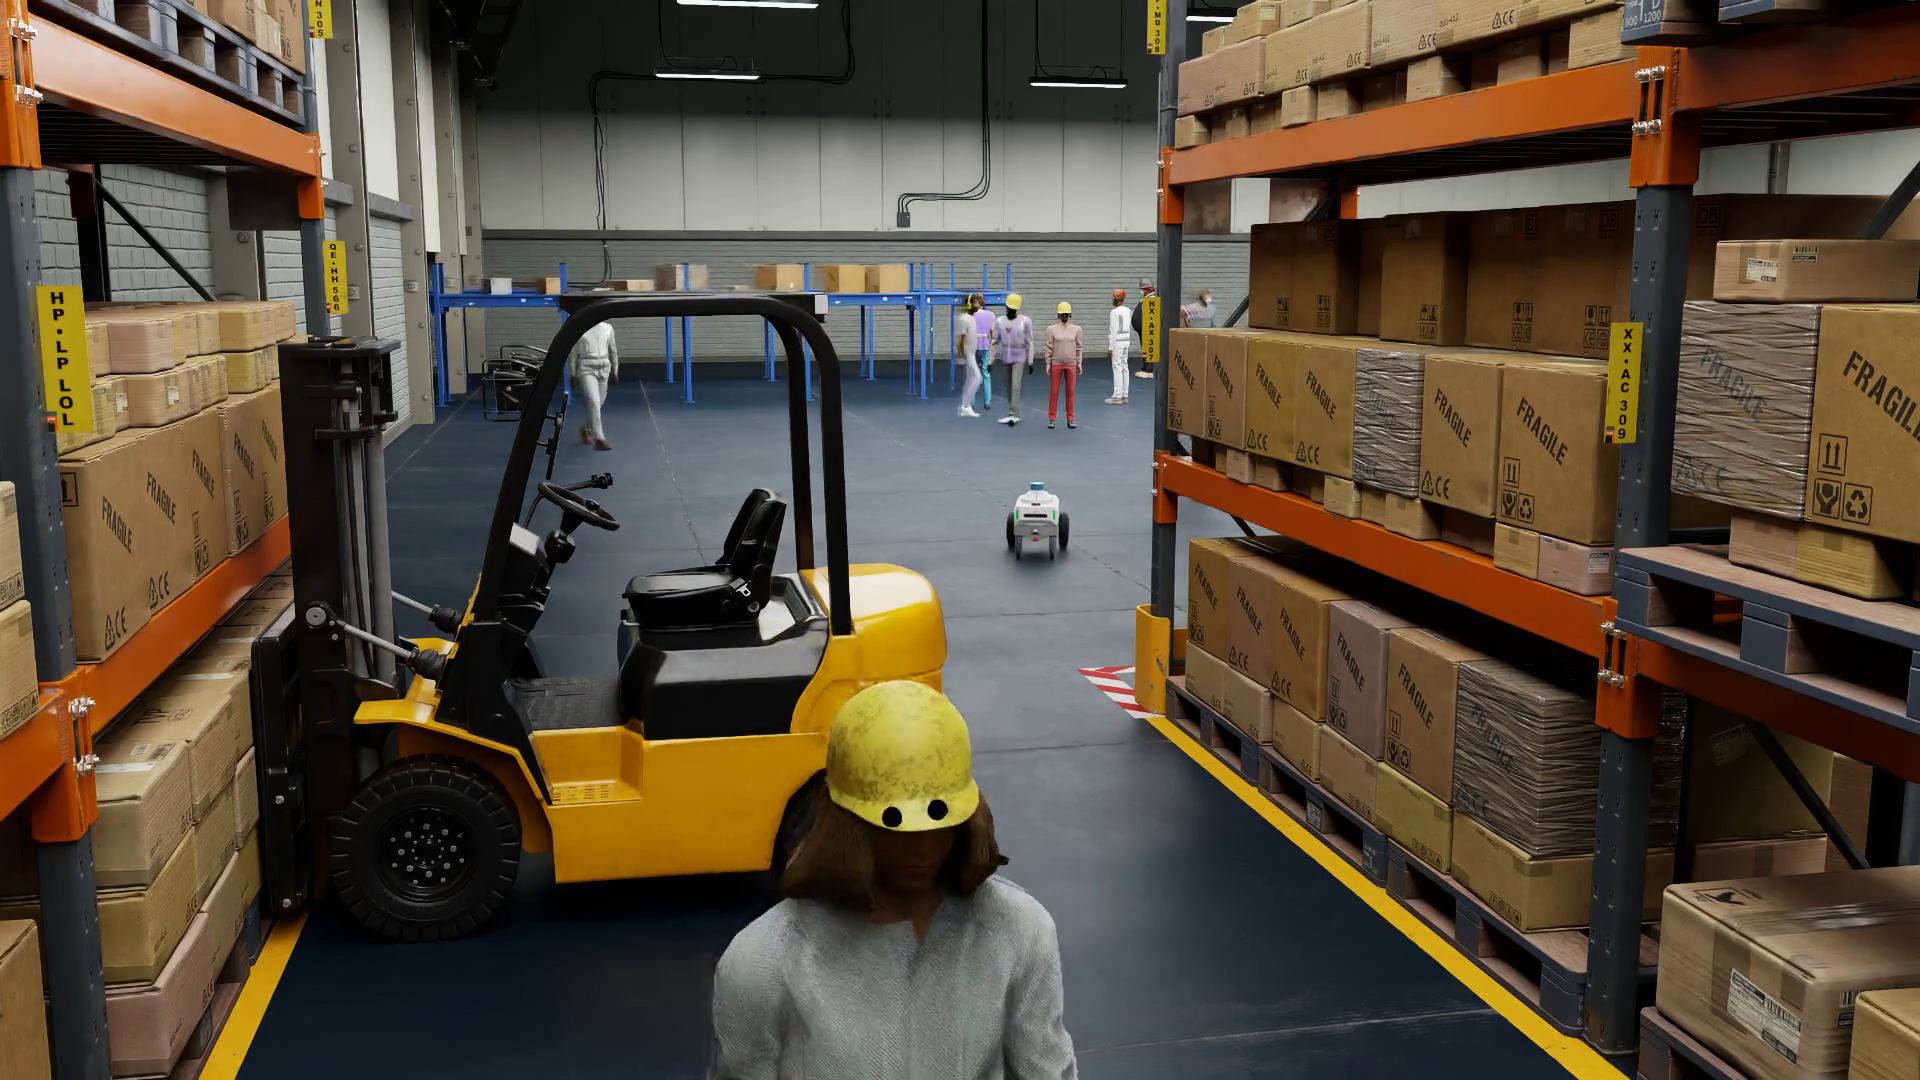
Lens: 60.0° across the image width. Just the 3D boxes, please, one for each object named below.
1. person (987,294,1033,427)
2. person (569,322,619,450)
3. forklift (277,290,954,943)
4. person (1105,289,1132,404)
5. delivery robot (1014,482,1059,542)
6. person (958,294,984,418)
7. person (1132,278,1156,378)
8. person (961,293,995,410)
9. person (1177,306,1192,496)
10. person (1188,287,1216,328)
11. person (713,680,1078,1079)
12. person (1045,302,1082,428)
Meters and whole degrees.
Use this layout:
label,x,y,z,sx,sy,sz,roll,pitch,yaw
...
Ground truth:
label,x,y,z,sx,sy,sz,roll,pitch,yaw
person,0.694,-2.553,23.665,0.669,1.858,0.881,6,11,31
person,-4.618,-2.116,20.860,0.618,1.915,0.940,-8,12,-40
forklift,-1.179,0.175,6.143,2.313,2.155,1.214,-2,10,-12
person,2.625,-3.202,27.545,0.356,1.882,0.574,6,11,33
delivery robot,0.612,-0.215,13.222,0.477,0.478,0.707,1,9,5
person,0.195,-2.759,24.948,0.465,1.856,0.525,2,10,12
person,3.786,-4.335,34.099,0.537,2.000,0.678,0,9,-2
person,0.288,-2.996,26.398,0.573,1.843,0.374,-2,10,-13
person,2.157,-1.309,16.028,0.778,1.865,0.718,8,12,39
person,4.206,-3.523,29.451,0.639,1.912,0.890,-7,12,-36
person,-0.047,1.034,2.230,0.502,1.702,0.860,-4,10,-23
person,1.460,-2.451,23.323,0.530,1.767,0.328,-1,9,-5
